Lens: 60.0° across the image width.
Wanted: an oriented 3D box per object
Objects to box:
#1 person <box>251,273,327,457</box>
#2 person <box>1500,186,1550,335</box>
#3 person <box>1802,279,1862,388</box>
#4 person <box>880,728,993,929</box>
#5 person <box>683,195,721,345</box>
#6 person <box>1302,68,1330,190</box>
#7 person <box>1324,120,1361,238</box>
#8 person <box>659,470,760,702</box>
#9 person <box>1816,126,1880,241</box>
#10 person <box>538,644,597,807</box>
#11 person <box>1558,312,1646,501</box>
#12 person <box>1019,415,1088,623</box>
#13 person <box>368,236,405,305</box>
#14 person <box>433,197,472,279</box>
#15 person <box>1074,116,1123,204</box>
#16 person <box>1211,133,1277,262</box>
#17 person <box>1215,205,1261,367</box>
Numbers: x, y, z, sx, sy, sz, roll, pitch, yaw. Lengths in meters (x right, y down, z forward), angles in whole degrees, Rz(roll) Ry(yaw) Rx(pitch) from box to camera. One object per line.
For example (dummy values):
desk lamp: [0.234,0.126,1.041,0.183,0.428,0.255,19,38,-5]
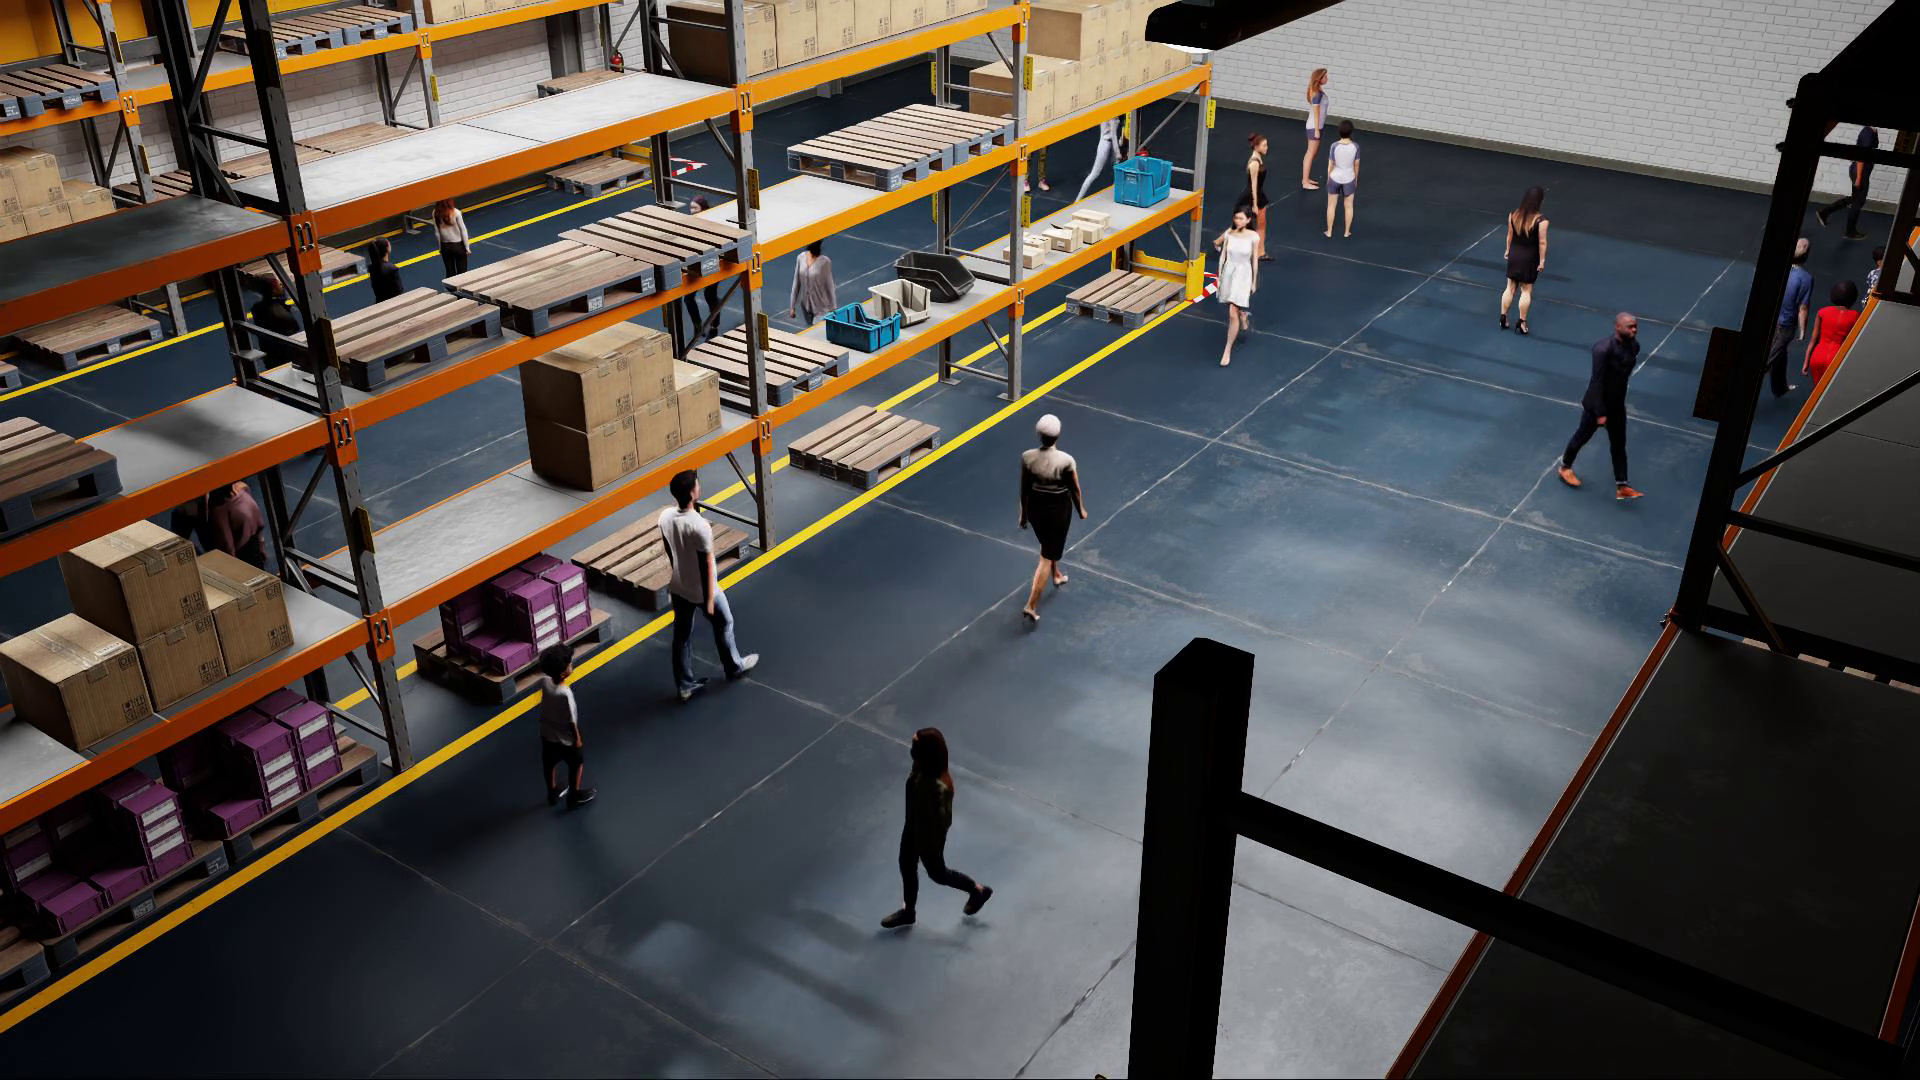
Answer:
person: [-6.556,-1.635,16.021,0.754,1.886,1.066,23,36,35]
person: [6.473,-3.214,19.093,0.673,1.716,0.718,-23,36,-36]
person: [8.460,-1.643,16.236,0.610,1.693,1.067,20,34,31]
person: [-0.137,1.777,10.216,1.033,1.455,0.912,-9,30,-17]
person: [-2.847,-3.063,18.796,0.637,1.736,0.605,16,33,27]
person: [5.146,-5.995,24.174,0.733,1.733,0.616,5,29,9]
person: [5.108,-4.829,22.212,0.643,1.565,0.653,5,29,9]
person: [-2.033,0.383,12.373,0.670,1.837,0.932,19,34,30]
person: [11.878,-4.886,22.095,0.767,1.776,0.872,15,32,25]
person: [-2.754,1.284,11.335,0.519,1.248,0.549,21,35,33]
person: [5.921,-1.271,15.474,1.210,1.770,1.152,-11,31,-20]
person: [0.680,-0.123,13.438,0.693,1.705,1.125,15,32,26]
person: [-6.016,-2.339,17.509,0.698,1.697,0.805,12,31,21]
person: [-6.055,-3.497,19.853,0.615,1.485,0.635,2,29,4]
person: [1.950,-5.392,23.060,1.135,1.740,1.196,0,29,0]
person: [3.649,-4.336,21.222,0.843,1.647,1.064,8,30,14]
person: [3.086,-2.850,18.391,0.699,1.749,1.122,14,32,24]
